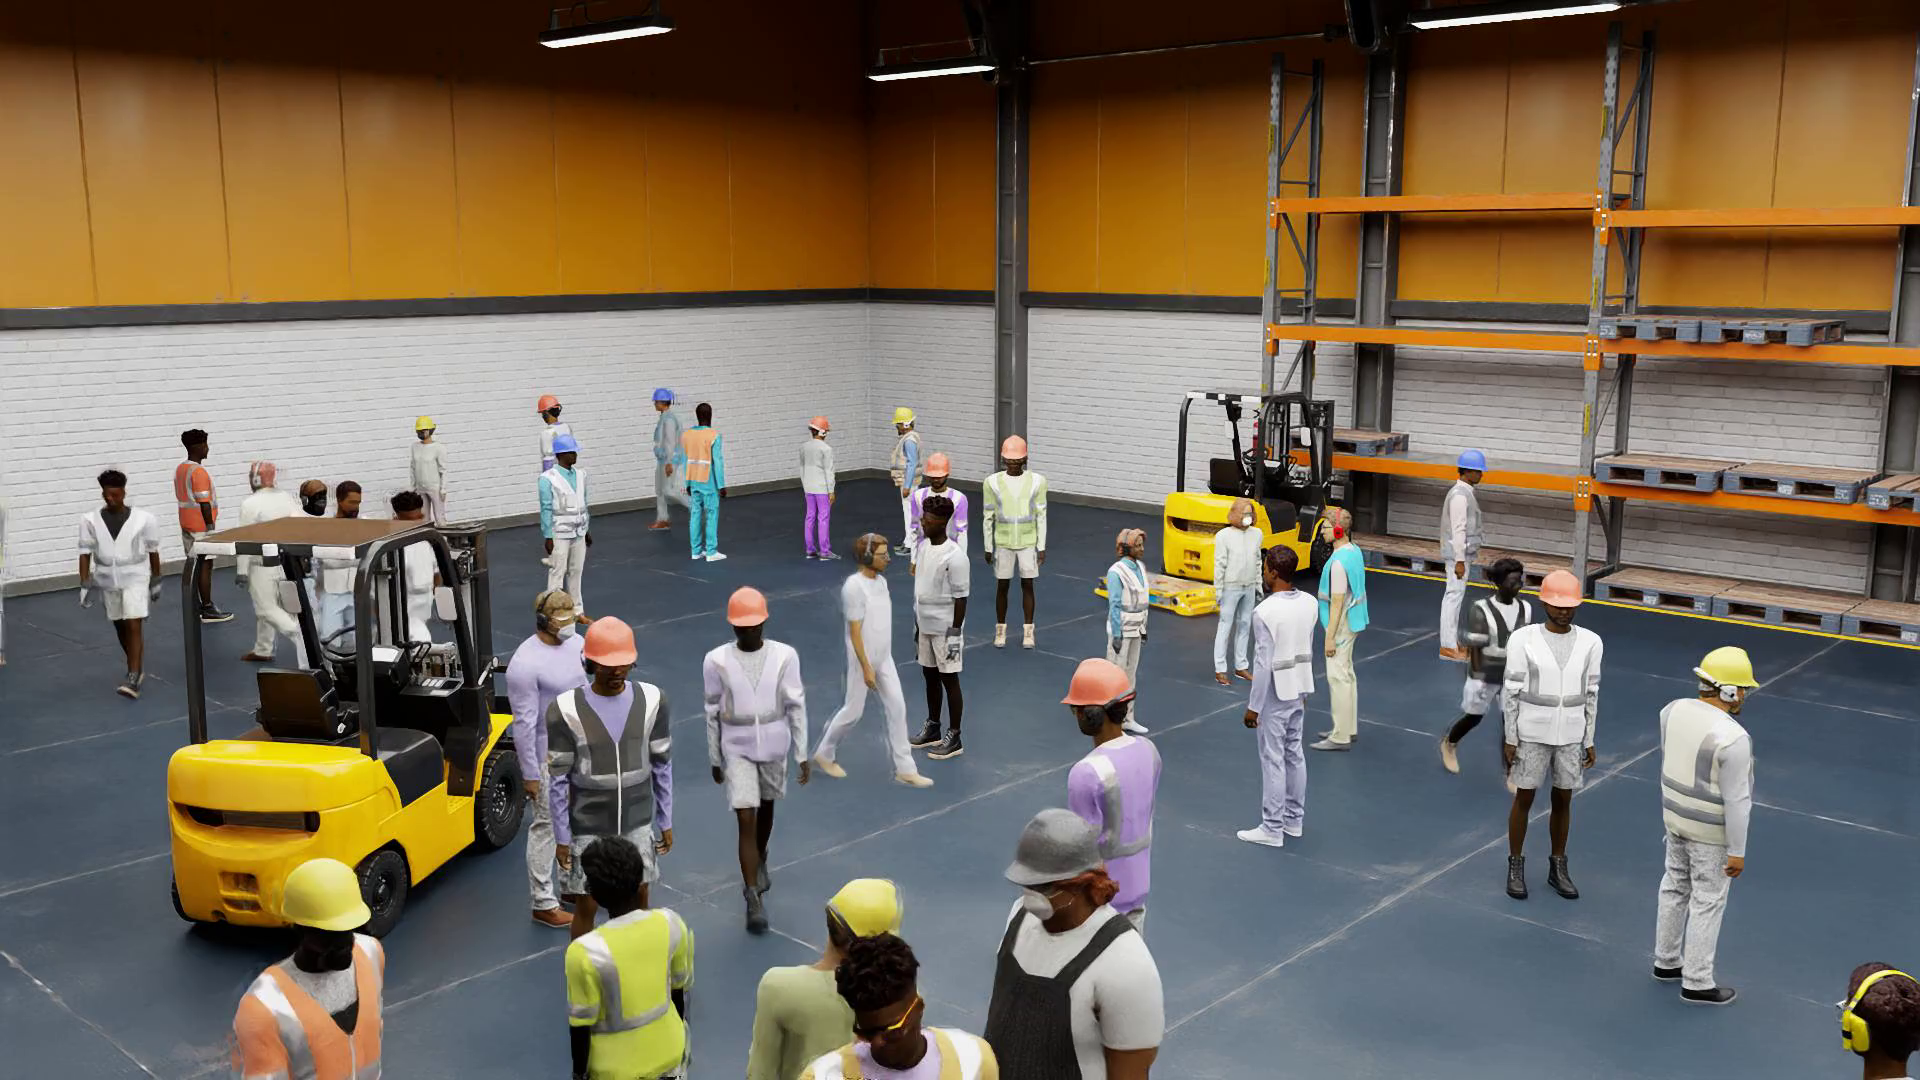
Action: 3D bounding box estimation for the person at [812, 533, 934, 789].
[{"bbox_3d":[-0.654,0.839,11.665,0.911,1.801,0.506,7,12,34],"label":"person"}]

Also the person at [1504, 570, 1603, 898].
[{"bbox_3d":[3.428,1.124,9.639,0.545,1.939,0.354,0,10,1],"label":"person"}]

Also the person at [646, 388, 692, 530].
[{"bbox_3d":[-3.843,-1.077,22.208,0.658,1.921,0.610,-4,11,-22],"label":"person"}]

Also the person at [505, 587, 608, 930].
[{"bbox_3d":[-2.248,1.201,9.244,0.376,1.928,0.636,4,11,20],"label":"person"}]

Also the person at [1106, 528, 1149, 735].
[{"bbox_3d":[1.286,0.719,12.787,0.311,1.642,0.512,6,12,31],"label":"person"}]

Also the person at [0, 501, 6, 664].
[{"bbox_3d":[-8.875,0.246,14.961,0.452,1.825,0.651,3,11,19],"label":"person"}]

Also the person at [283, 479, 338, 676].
[{"bbox_3d":[-5.394,0.401,14.028,0.429,1.844,0.627,6,12,30],"label":"person"}]

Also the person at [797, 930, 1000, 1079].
[{"bbox_3d":[-0.169,1.996,4.660,0.722,1.947,0.555,-5,11,-28],"label":"person"}]

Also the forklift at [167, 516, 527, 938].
[{"bbox_3d":[-3.583,0.976,9.748,1.214,2.155,2.313,2,10,11],"label":"forklift"}]

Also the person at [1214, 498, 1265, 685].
[{"bbox_3d":[2.417,0.437,14.415,0.508,1.631,0.264,-5,11,-27],"label":"person"}]

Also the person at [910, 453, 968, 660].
[{"bbox_3d":[-0.199,0.160,15.159,0.545,1.929,0.389,3,10,15],"label":"person"}]

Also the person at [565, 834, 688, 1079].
[{"bbox_3d":[-1.190,1.884,6.014,0.399,1.680,0.551,8,13,39],"label":"person"}]

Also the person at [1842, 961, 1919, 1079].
[{"bbox_3d":[2.458,2.061,4.537,0.512,1.861,0.325,-2,10,-11],"label":"person"}]

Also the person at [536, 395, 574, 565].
[{"bbox_3d":[-4.838,-0.713,19.826,0.392,2.034,0.605,3,10,16],"label":"person"}]

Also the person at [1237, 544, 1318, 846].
[{"bbox_3d":[2.028,0.979,10.519,0.388,1.918,0.593,9,14,43],"label":"person"}]

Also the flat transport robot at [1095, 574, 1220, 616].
[{"bbox_3d":[2.155,0.552,17.633,0.652,0.197,1.431,-8,13,-38],"label":"flat transport robot"}]

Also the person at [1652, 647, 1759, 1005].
[{"bbox_3d":[3.725,1.421,8.303,0.403,1.817,0.601,-2,10,-12],"label":"person"}]

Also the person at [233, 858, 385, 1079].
[{"bbox_3d":[-1.953,1.919,5.277,0.965,1.876,0.612,5,11,27],"label":"person"}]

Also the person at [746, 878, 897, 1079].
[{"bbox_3d":[-0.461,1.943,5.607,0.590,1.714,0.413,-2,10,-11],"label":"person"}]

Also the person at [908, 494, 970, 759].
[{"bbox_3d":[-0.166,0.632,12.355,0.367,1.966,0.607,-7,12,-33],"label":"person"}]

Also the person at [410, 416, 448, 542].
[{"bbox_3d":[-6.403,-0.616,20.033,0.522,1.769,0.318,4,11,21],"label":"person"}]

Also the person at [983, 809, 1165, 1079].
[{"bbox_3d":[0.320,1.824,5.360,0.537,2.000,0.690,-6,12,-31],"label":"person"}]

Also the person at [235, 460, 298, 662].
[{"bbox_3d":[-6.180,0.219,14.960,0.837,1.883,0.646,2,10,12],"label":"person"}]

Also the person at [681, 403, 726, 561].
[{"bbox_3d":[-3.103,-0.698,20.095,0.597,1.909,0.412,6,12,31],"label":"person"}]

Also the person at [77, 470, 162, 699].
[{"bbox_3d":[-7.089,0.363,14.014,0.608,1.910,1.010,-2,10,-11],"label":"person"}]

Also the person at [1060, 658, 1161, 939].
[{"bbox_3d":[0.612,1.510,7.184,0.411,2.032,0.611,7,12,36],"label":"person"}]

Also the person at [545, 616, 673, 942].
[{"bbox_3d":[-1.672,1.359,8.046,0.603,2.034,0.416,-5,11,-27],"label":"person"}]

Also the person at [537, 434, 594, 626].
[{"bbox_3d":[-3.884,-0.076,16.431,0.382,1.949,0.614,6,12,31],"label":"person"}]

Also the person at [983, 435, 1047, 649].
[{"bbox_3d":[0.517,0.026,15.634,0.601,2.036,0.404,0,10,0],"label":"person"}]

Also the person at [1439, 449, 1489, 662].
[{"bbox_3d":[4.607,0.134,15.258,0.406,1.941,0.614,4,11,19],"label":"person"}]

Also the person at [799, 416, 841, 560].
[{"bbox_3d":[-1.698,-0.631,20.159,0.560,1.750,0.329,9,14,43],"label":"person"}]

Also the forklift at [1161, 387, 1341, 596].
[{"bbox_3d":[3.298,-0.608,18.767,1.214,2.155,2.313,9,13,42],"label":"forklift"}]

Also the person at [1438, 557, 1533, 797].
[{"bbox_3d":[3.698,0.911,11.612,0.526,1.668,0.800,-3,10,-15],"label":"person"}]

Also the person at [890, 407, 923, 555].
[{"bbox_3d":[-0.659,-0.726,20.490,0.403,1.826,0.589,0,10,-2],"label":"person"}]

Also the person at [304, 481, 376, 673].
[{"bbox_3d":[-5.049,0.443,13.625,0.446,1.895,0.622,9,13,42],"label":"person"}]

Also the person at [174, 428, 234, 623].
[{"bbox_3d":[-7.682,-0.150,16.807,0.603,1.966,0.368,9,13,42],"label":"person"}]

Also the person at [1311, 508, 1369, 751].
[{"bbox_3d":[2.876,0.669,12.512,0.378,1.837,0.566,4,11,22],"label":"person"}]

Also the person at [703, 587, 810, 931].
[{"bbox_3d":[-1.161,1.184,9.449,0.559,1.887,0.993,-2,10,-14],"label":"person"}]
